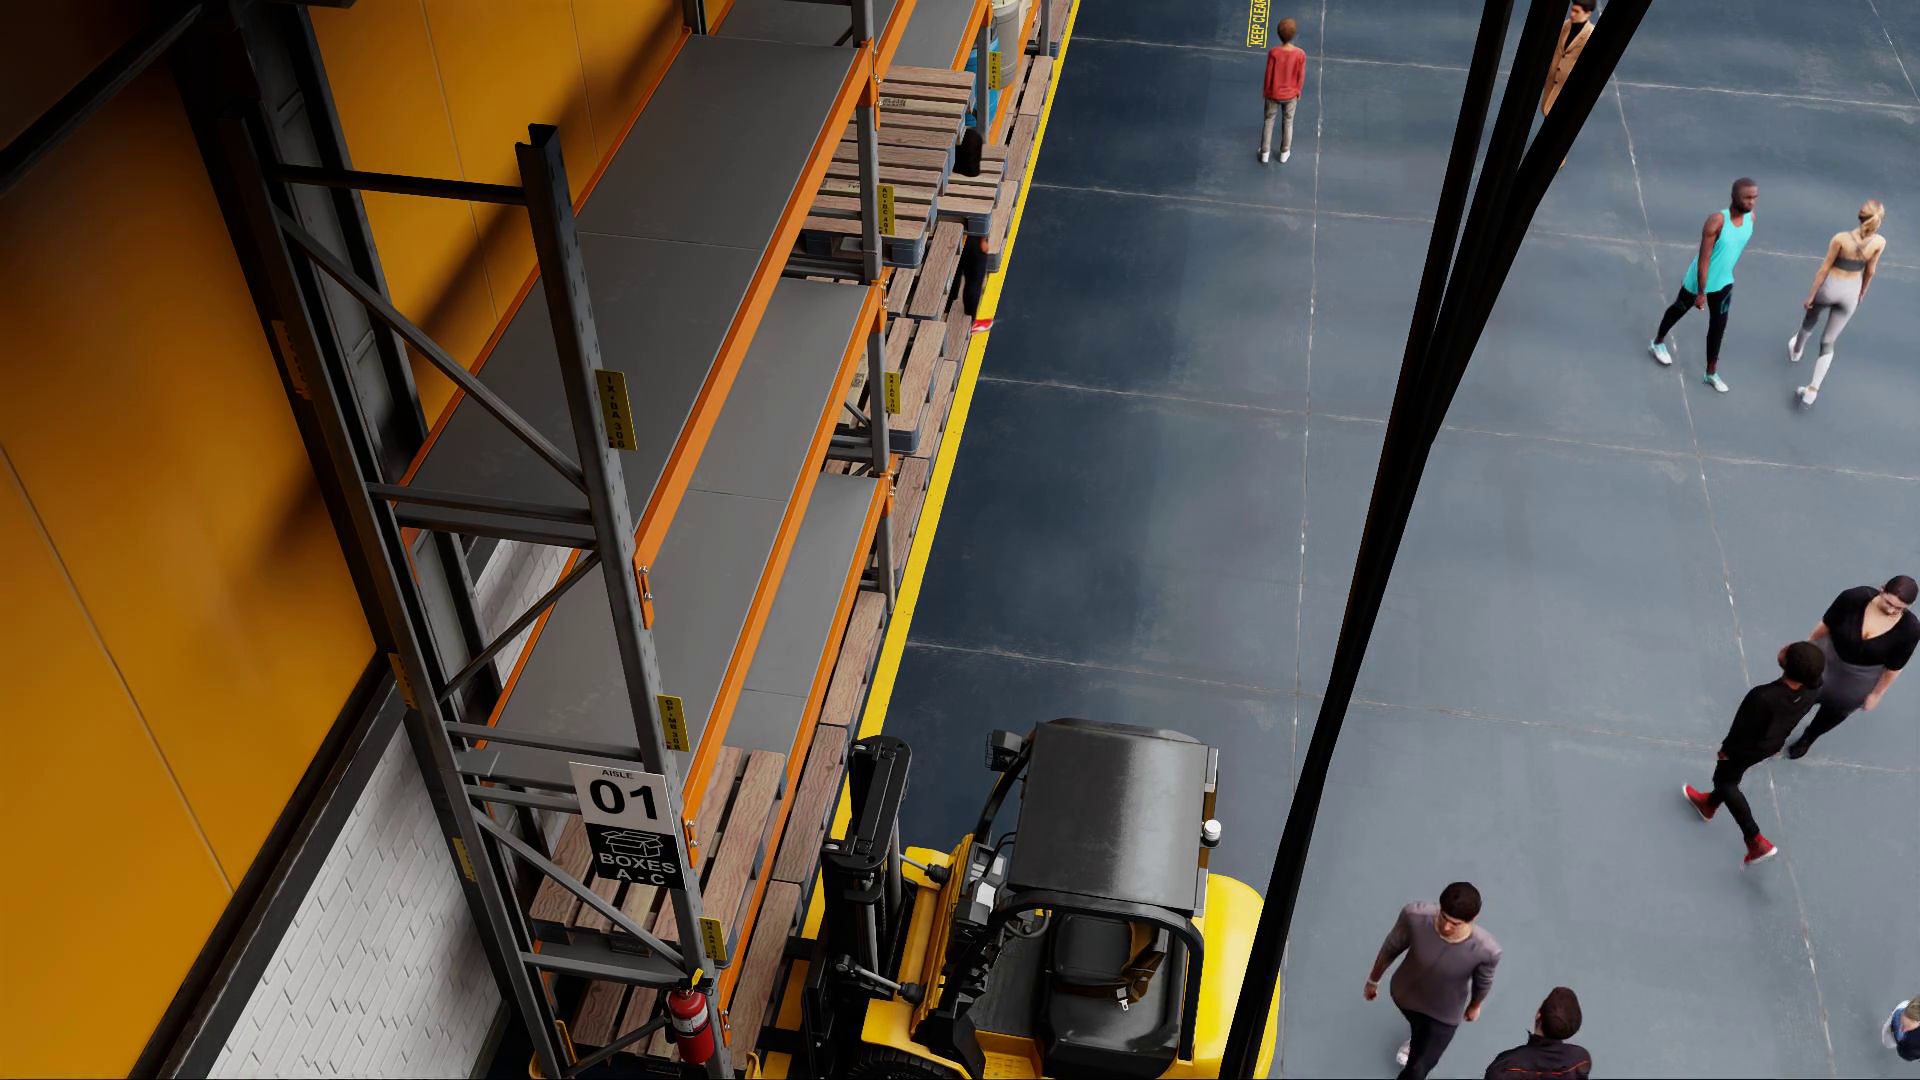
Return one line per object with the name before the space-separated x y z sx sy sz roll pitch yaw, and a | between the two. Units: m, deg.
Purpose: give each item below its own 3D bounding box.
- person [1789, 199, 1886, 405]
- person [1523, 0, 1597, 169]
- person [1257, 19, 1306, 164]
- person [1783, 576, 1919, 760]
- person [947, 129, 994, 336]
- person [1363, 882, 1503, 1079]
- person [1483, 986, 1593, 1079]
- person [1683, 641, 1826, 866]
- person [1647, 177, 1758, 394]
person | 6.816 -1.831 12.930 0.666 1.660 1.166 11 45 11
person | 5.646 -4.264 15.440 0.818 1.721 0.738 -18 47 -18
person | 3.022 -4.205 15.598 0.513 1.418 0.466 6 44 6
person | 5.457 0.745 10.174 0.826 1.732 0.846 33 53 30
person | 0.036 -2.505 13.525 0.822 1.815 0.771 -28 50 -27
person | 2.438 2.270 8.523 1.060 1.801 1.271 28 50 26
person | 2.583 2.897 7.827 0.841 1.853 1.047 -7 44 -7
person | 4.686 1.230 9.717 0.920 1.660 1.056 -16 46 -16
person | 5.842 -2.106 13.129 0.918 1.783 1.140 -11 45 -11
